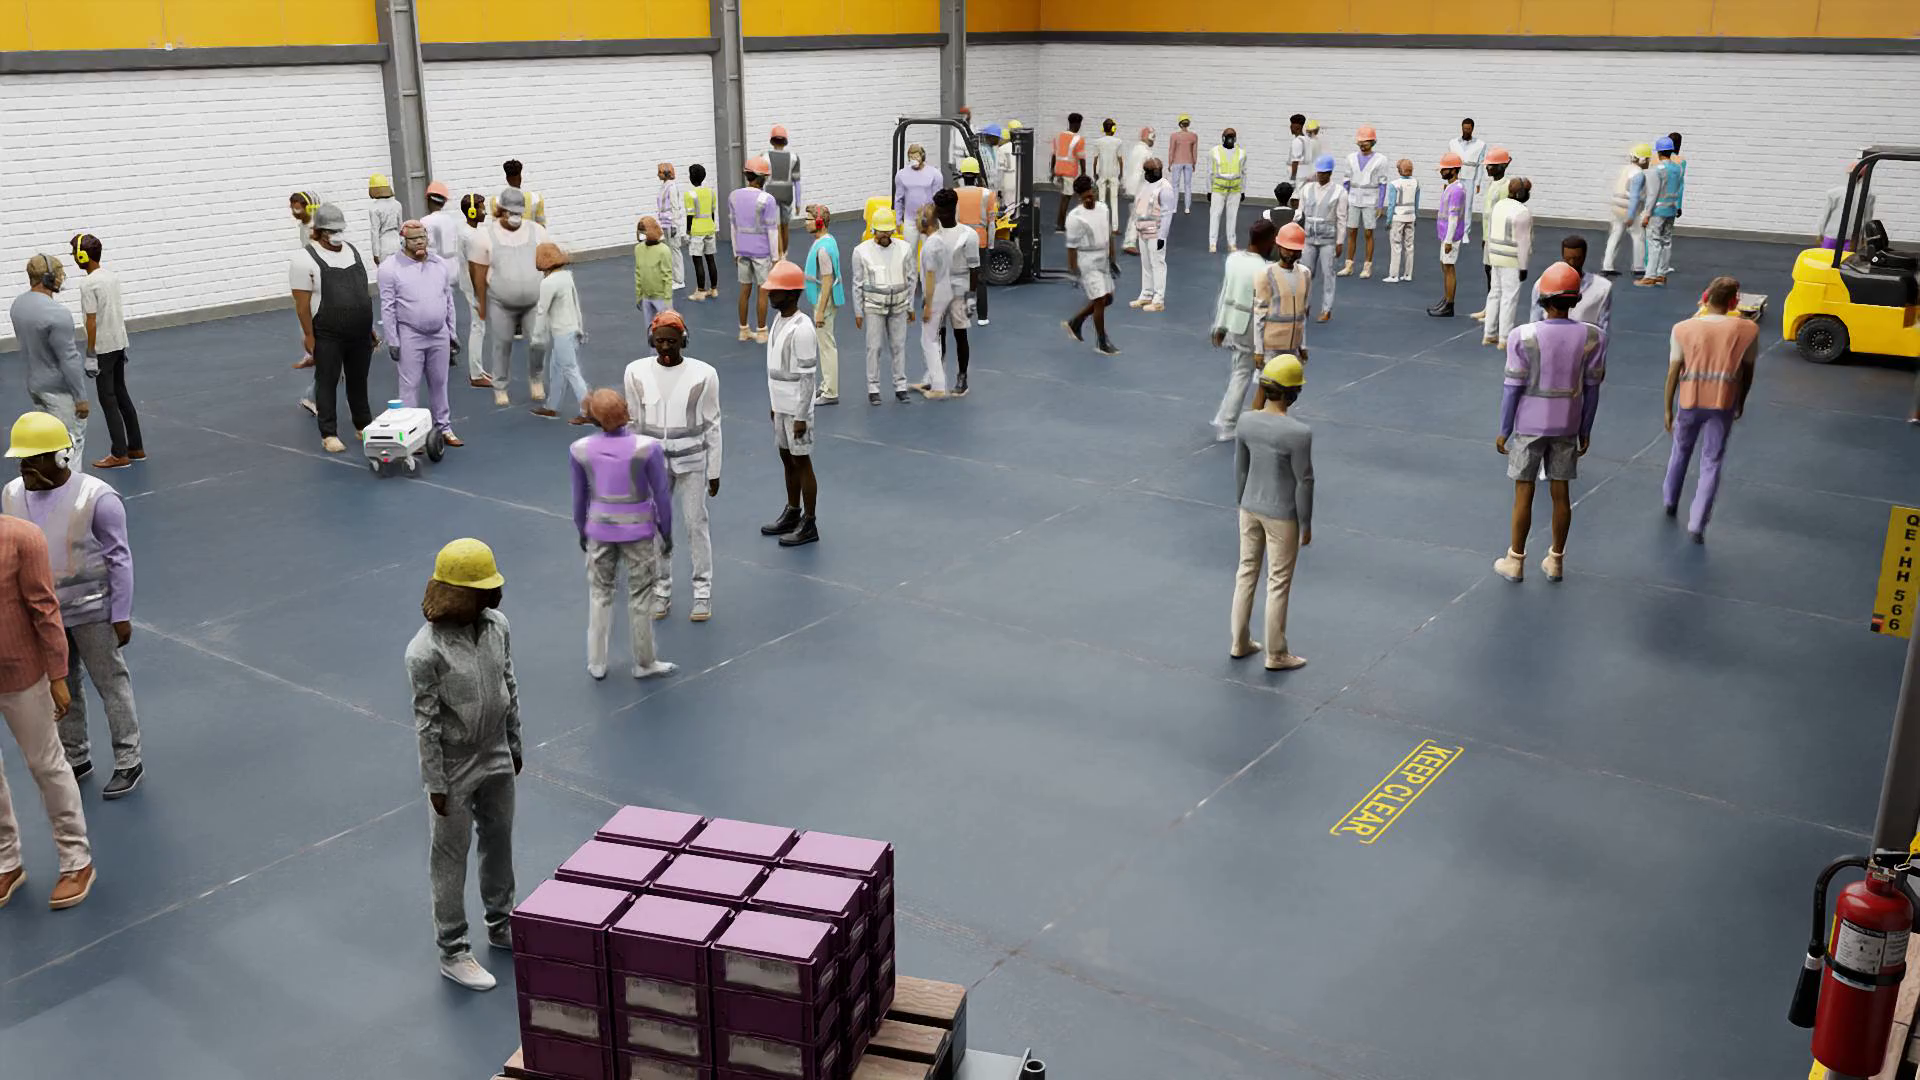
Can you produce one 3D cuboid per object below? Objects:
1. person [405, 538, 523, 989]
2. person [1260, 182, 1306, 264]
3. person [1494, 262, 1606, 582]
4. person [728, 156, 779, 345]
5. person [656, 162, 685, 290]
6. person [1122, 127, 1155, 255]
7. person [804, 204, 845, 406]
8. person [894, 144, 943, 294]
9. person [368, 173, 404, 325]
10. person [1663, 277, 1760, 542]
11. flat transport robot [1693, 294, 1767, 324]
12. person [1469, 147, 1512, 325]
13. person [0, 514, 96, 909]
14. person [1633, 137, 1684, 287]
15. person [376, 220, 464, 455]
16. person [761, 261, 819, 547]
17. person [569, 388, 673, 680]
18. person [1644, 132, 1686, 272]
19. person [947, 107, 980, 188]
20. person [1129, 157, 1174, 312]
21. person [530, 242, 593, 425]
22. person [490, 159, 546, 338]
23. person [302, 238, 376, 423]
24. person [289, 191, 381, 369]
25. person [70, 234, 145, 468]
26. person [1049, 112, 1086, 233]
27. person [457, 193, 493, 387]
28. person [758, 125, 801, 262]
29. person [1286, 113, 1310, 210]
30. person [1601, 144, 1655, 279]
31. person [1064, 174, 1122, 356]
[{"bbox_3d":[-1.790,0.824,6.179,0.323,1.737,0.484,10,20,27],"label":"person"},{"bbox_3d":[3.618,-3.183,18.786,0.529,1.689,0.321,5,18,15],"label":"person"},{"bbox_3d":[3.707,-0.732,10.535,0.607,2.048,0.370,0,18,-1],"label":"person"},{"bbox_3d":[-2.210,-3.142,18.107,0.612,2.030,0.403,10,20,29],"label":"person"},{"bbox_3d":[-3.785,-4.097,21.722,0.310,1.638,0.523,-8,19,-22],"label":"person"},{"bbox_3d":[2.677,-5.204,24.814,0.492,1.868,0.674,1,18,2],"label":"person"},{"bbox_3d":[-1.254,-2.165,15.342,0.390,1.846,0.565,-2,18,-7],"label":"person"},{"bbox_3d":[-0.524,-4.043,21.091,0.635,1.929,0.374,4,18,12],"label":"person"},{"bbox_3d":[-6.642,-3.365,19.280,0.323,1.737,0.487,8,20,25],"label":"person"},{"bbox_3d":[5.213,-0.944,11.634,0.555,1.781,0.963,8,19,23],"label":"person"},{"bbox_3d":[9.167,-2.763,19.758,0.652,0.197,1.431,10,20,29],"label":"flat transport robot"},{"bbox_3d":[6.181,-3.525,19.307,0.417,2.034,0.603,0,18,0],"label":"person"},{"bbox_3d":[-3.888,0.549,6.643,0.624,1.980,0.410,-2,18,-7],"label":"person"},{"bbox_3d":[9.202,-4.307,21.885,0.605,1.944,0.403,-12,21,-32],"label":"person"},{"bbox_3d":[-4.422,-1.675,13.713,0.407,1.910,0.638,17,24,42],"label":"person"},{"bbox_3d":[-1.159,-0.925,11.309,0.347,1.943,0.544,-9,20,-27],"label":"person"},{"bbox_3d":[-1.831,-0.012,8.979,0.559,1.622,0.334,2,18,7],"label":"person"},{"bbox_3d":[9.796,-4.694,23.154,0.399,1.911,0.587,-7,19,-22],"label":"person"},{"bbox_3d":[0.072,-6.738,29.600,0.572,1.866,0.486,9,20,25],"label":"person"},{"bbox_3d":[2.323,-3.703,20.172,0.429,1.838,0.621,-7,19,-20],"label":"person"},{"bbox_3d":[-3.578,-1.802,14.600,0.765,1.596,0.516,3,18,9],"label":"person"},{"bbox_3d":[-4.886,-3.231,18.484,0.611,1.962,0.364,-9,20,-25],"label":"person"},{"bbox_3d":[-5.542,-1.874,14.643,0.905,1.729,0.533,6,19,18],"label":"person"},{"bbox_3d":[-6.485,-2.707,17.143,0.534,1.800,1.005,12,21,34],"label":"person"},{"bbox_3d":[-6.823,-1.503,13.266,0.344,1.856,0.526,0,18,0],"label":"person"},{"bbox_3d":[1.794,-6.009,27.225,0.660,1.928,0.621,-16,24,-40],"label":"person"},{"bbox_3d":[-4.666,-2.409,16.086,0.331,1.864,0.506,-5,18,-16],"label":"person"},{"bbox_3d":[-2.522,-4.780,23.290,0.608,2.002,1.012,-5,19,-17],"label":"person"},{"bbox_3d":[5.371,-5.790,26.506,0.372,1.957,0.609,8,19,23],"label":"person"},{"bbox_3d":[9.183,-4.453,22.576,0.780,1.799,0.619,-1,18,-2],"label":"person"},{"bbox_3d":[1.380,-2.901,17.544,0.648,1.909,0.654,12,22,34],"label":"person"}]
